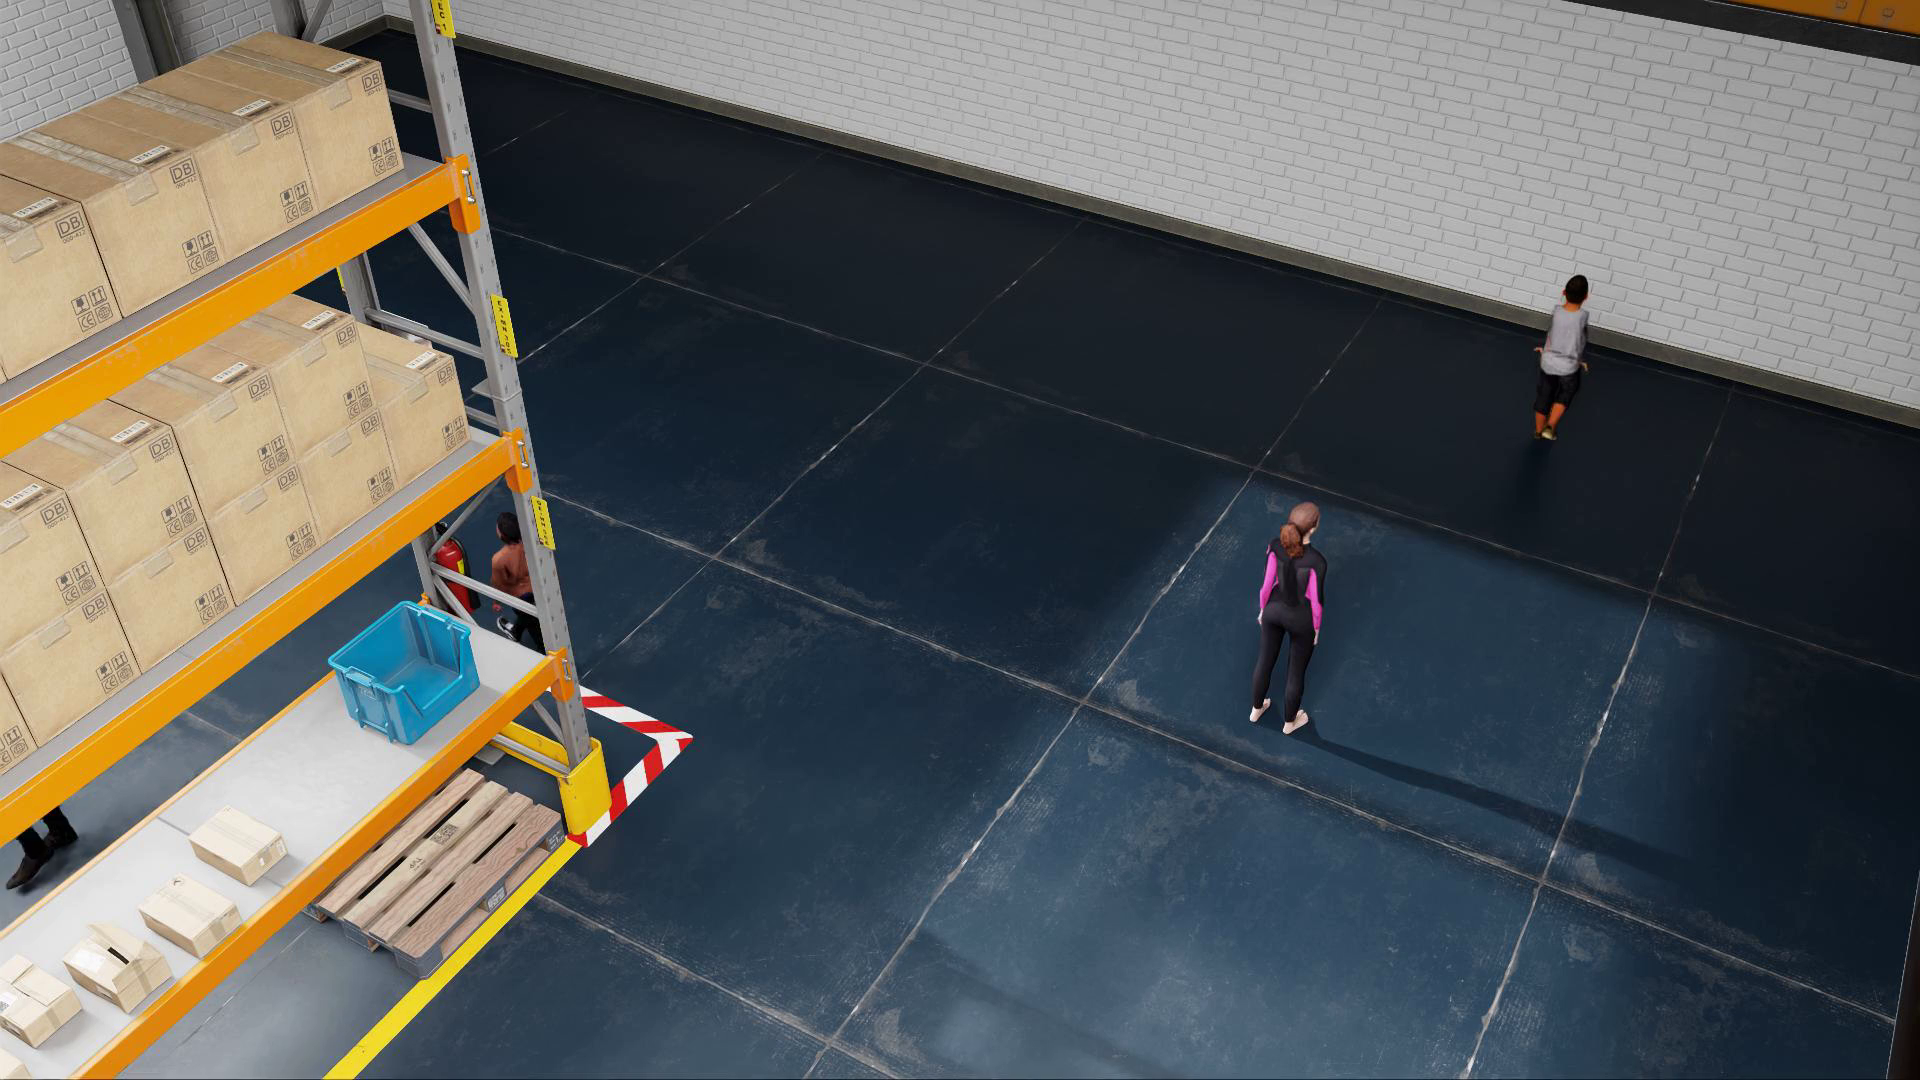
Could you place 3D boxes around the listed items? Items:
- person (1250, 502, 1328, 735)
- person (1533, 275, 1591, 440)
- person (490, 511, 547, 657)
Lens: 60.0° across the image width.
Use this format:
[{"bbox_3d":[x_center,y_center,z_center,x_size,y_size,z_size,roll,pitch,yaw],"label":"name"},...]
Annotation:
[{"bbox_3d":[2.027,0.476,10.230,0.571,1.752,0.578,23,44,27],"label":"person"},{"bbox_3d":[4.628,-1.394,12.814,0.594,1.448,0.574,20,43,23],"label":"person"},{"bbox_3d":[-2.796,0.373,10.786,0.673,1.219,0.849,26,45,29],"label":"person"}]
